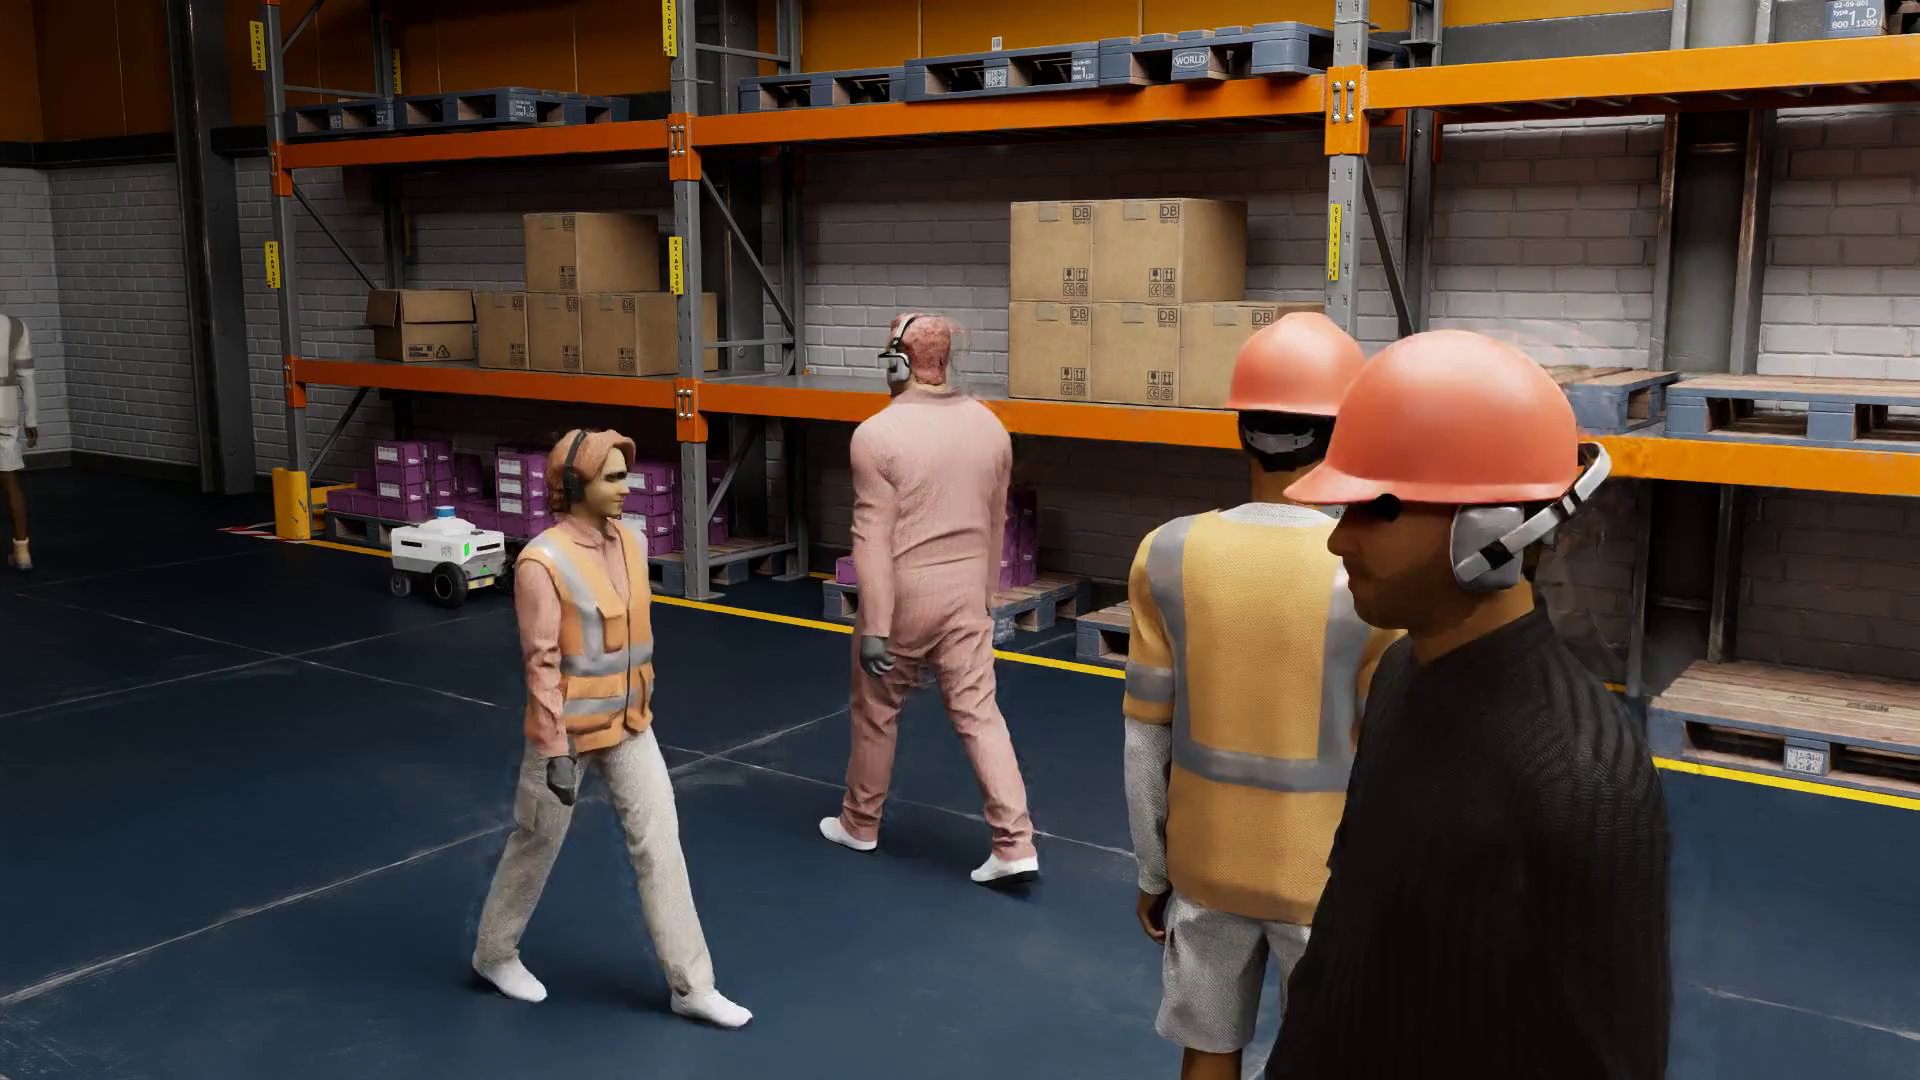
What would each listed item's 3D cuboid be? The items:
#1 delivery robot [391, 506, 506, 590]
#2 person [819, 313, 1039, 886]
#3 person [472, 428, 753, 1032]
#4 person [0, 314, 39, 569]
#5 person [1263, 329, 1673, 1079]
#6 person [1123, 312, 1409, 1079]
[{"bbox_3d":[-3.061,0.041,9.935,0.707,0.478,0.477,6,11,32],"label":"delivery robot"},{"bbox_3d":[-0.090,0.194,5.433,0.657,1.865,0.976,-8,12,-38],"label":"person"},{"bbox_3d":[-0.993,0.497,4.403,0.851,1.595,0.531,5,11,26],"label":"person"},{"bbox_3d":[-6.320,-0.788,10.779,0.438,2.024,0.626,8,12,40],"label":"person"},{"bbox_3d":[0.481,0.739,1.923,1.047,1.936,0.622,0,10,2],"label":"person"},{"bbox_3d":[0.564,0.576,2.918,0.551,1.934,0.362,5,11,30],"label":"person"}]
